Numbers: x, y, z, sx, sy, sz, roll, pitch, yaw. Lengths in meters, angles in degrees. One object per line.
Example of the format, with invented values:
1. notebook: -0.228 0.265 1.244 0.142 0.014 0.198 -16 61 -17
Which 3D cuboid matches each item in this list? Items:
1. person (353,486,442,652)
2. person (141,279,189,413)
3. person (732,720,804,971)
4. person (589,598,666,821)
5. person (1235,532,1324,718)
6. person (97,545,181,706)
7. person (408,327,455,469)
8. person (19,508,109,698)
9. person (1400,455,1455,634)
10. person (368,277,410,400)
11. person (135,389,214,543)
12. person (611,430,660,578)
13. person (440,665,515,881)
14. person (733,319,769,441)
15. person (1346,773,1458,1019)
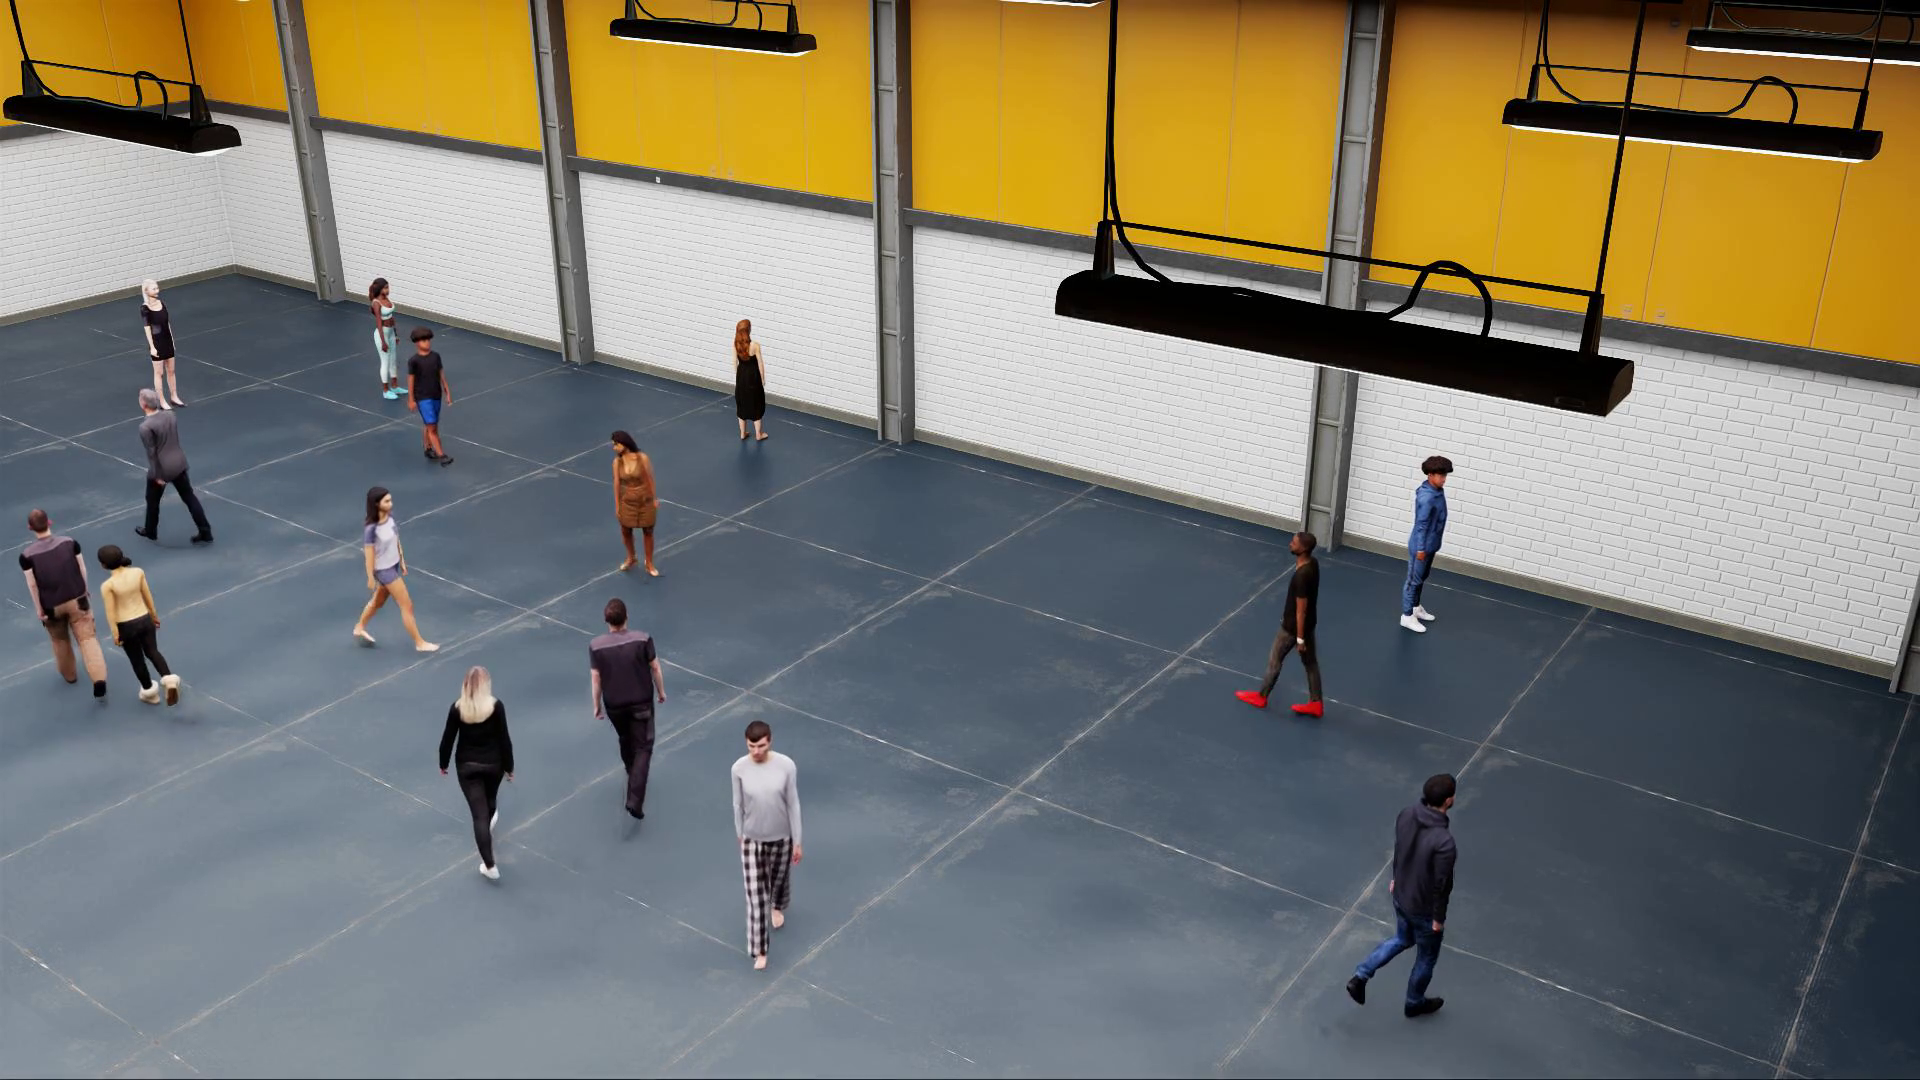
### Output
1. person: -5.639 0.301 16.113 1.227 1.684 0.944 4 24 8
2. person: -10.924 -2.663 22.709 0.581 1.832 0.624 7 25 16
3. person: -1.364 2.070 11.915 1.129 1.806 1.157 -3 24 -6
4. person: -2.690 1.379 13.483 1.232 1.817 1.188 1 24 2
5. person: 3.134 0.783 14.897 1.038 1.776 0.705 13 27 28
6. person: -7.406 0.800 15.029 0.856 1.639 0.634 18 29 35
7. person: -6.714 -1.807 20.839 1.067 1.762 0.699 19 30 37
8. person: -8.212 0.600 15.276 0.928 1.806 1.227 -16 28 -32
9. person: 4.656 0.007 16.637 0.552 1.803 0.667 15 28 30
10. person: -8.023 -2.829 23.223 0.662 1.724 0.647 4 24 8
11. person: -8.726 -0.777 18.438 1.259 1.798 0.921 9 25 19
12. person: -3.388 -0.382 17.707 0.683 1.660 0.786 -6 24 -14
13. person: -3.649 1.814 12.721 1.169 1.630 1.271 -8 25 -17
14. person: -2.757 -2.092 21.662 0.603 1.625 0.699 7 24 15
15. person: 2.973 2.415 11.042 1.039 1.873 1.038 -9 25 -19
